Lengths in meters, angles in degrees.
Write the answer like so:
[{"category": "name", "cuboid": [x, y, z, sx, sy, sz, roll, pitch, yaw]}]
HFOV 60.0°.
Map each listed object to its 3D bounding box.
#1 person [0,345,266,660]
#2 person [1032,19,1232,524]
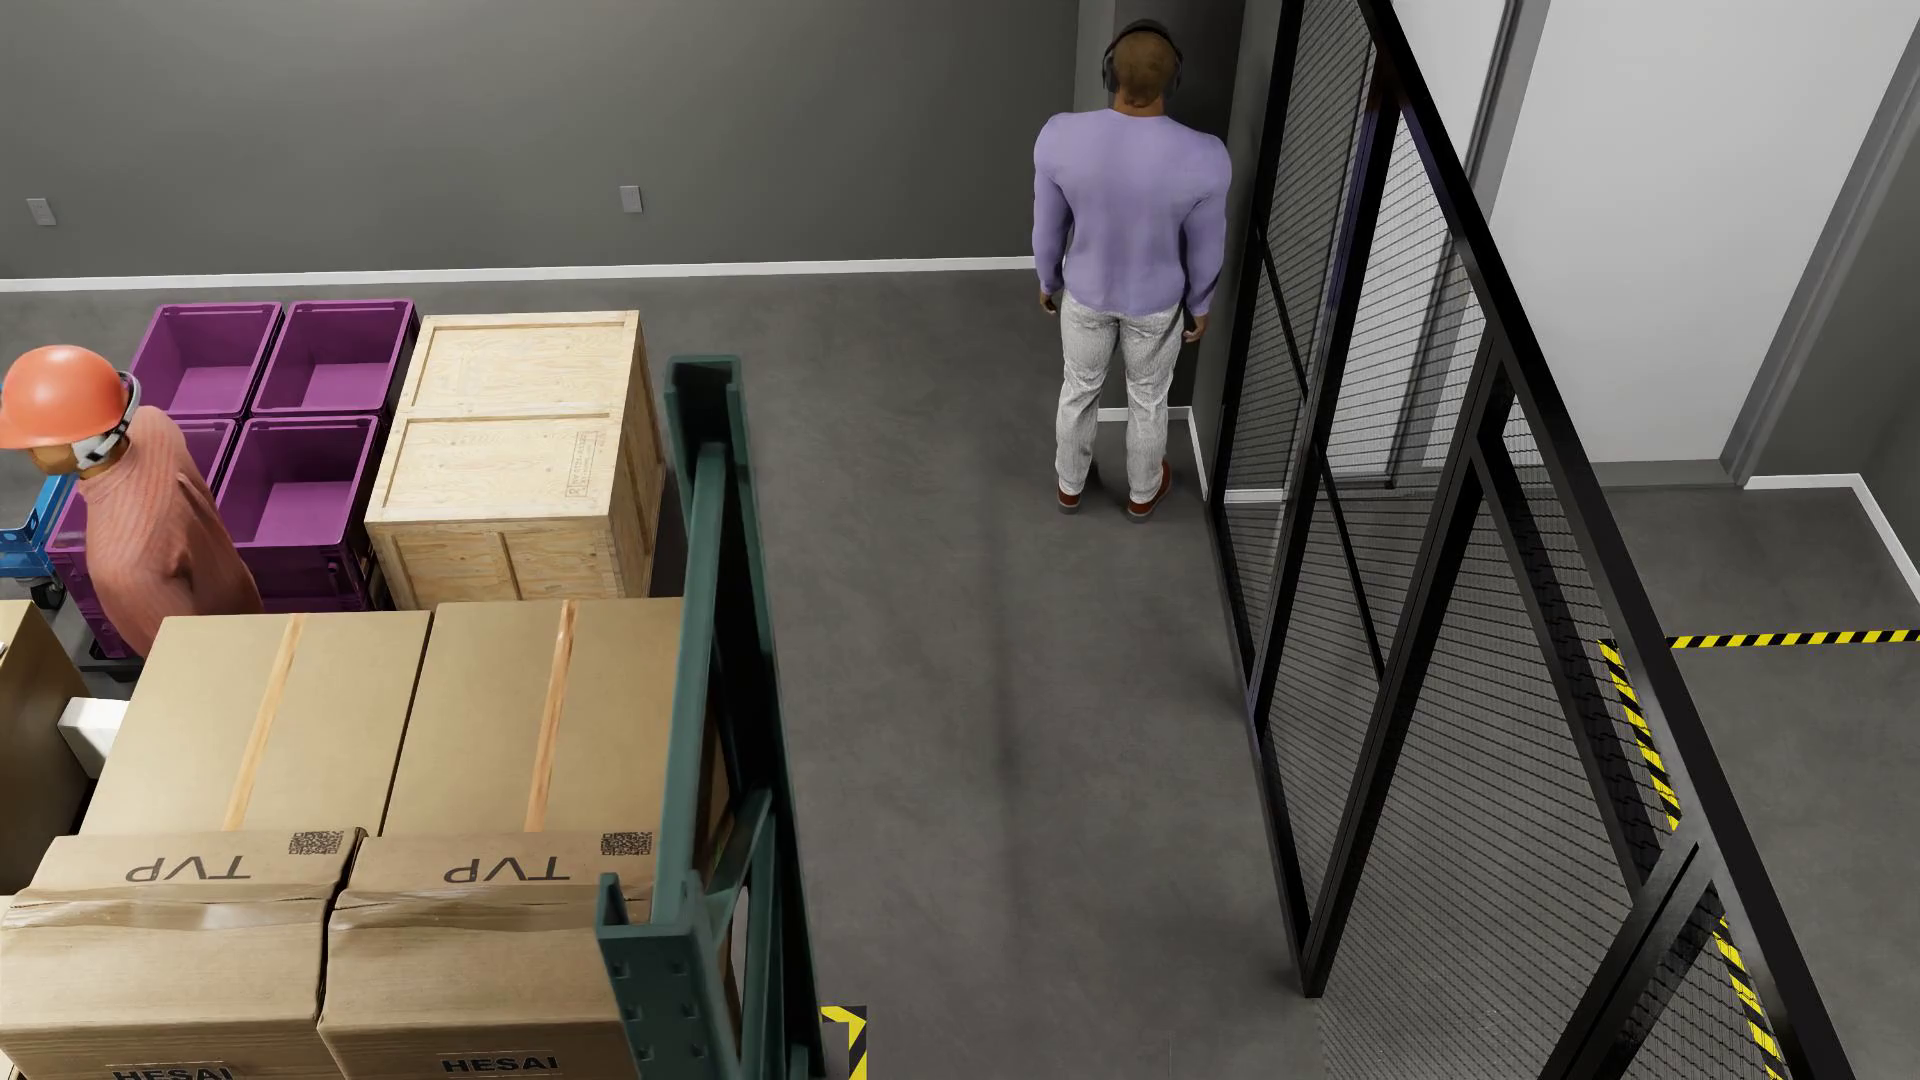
[{"category": "person", "cuboid": [-2.047, 0.267, 4.462, 0.386, 1.996, 0.612, -11, 47, -10]}, {"category": "person", "cuboid": [0.547, -0.833, 5.553, 0.631, 1.938, 0.370, 10, 47, 9]}]
